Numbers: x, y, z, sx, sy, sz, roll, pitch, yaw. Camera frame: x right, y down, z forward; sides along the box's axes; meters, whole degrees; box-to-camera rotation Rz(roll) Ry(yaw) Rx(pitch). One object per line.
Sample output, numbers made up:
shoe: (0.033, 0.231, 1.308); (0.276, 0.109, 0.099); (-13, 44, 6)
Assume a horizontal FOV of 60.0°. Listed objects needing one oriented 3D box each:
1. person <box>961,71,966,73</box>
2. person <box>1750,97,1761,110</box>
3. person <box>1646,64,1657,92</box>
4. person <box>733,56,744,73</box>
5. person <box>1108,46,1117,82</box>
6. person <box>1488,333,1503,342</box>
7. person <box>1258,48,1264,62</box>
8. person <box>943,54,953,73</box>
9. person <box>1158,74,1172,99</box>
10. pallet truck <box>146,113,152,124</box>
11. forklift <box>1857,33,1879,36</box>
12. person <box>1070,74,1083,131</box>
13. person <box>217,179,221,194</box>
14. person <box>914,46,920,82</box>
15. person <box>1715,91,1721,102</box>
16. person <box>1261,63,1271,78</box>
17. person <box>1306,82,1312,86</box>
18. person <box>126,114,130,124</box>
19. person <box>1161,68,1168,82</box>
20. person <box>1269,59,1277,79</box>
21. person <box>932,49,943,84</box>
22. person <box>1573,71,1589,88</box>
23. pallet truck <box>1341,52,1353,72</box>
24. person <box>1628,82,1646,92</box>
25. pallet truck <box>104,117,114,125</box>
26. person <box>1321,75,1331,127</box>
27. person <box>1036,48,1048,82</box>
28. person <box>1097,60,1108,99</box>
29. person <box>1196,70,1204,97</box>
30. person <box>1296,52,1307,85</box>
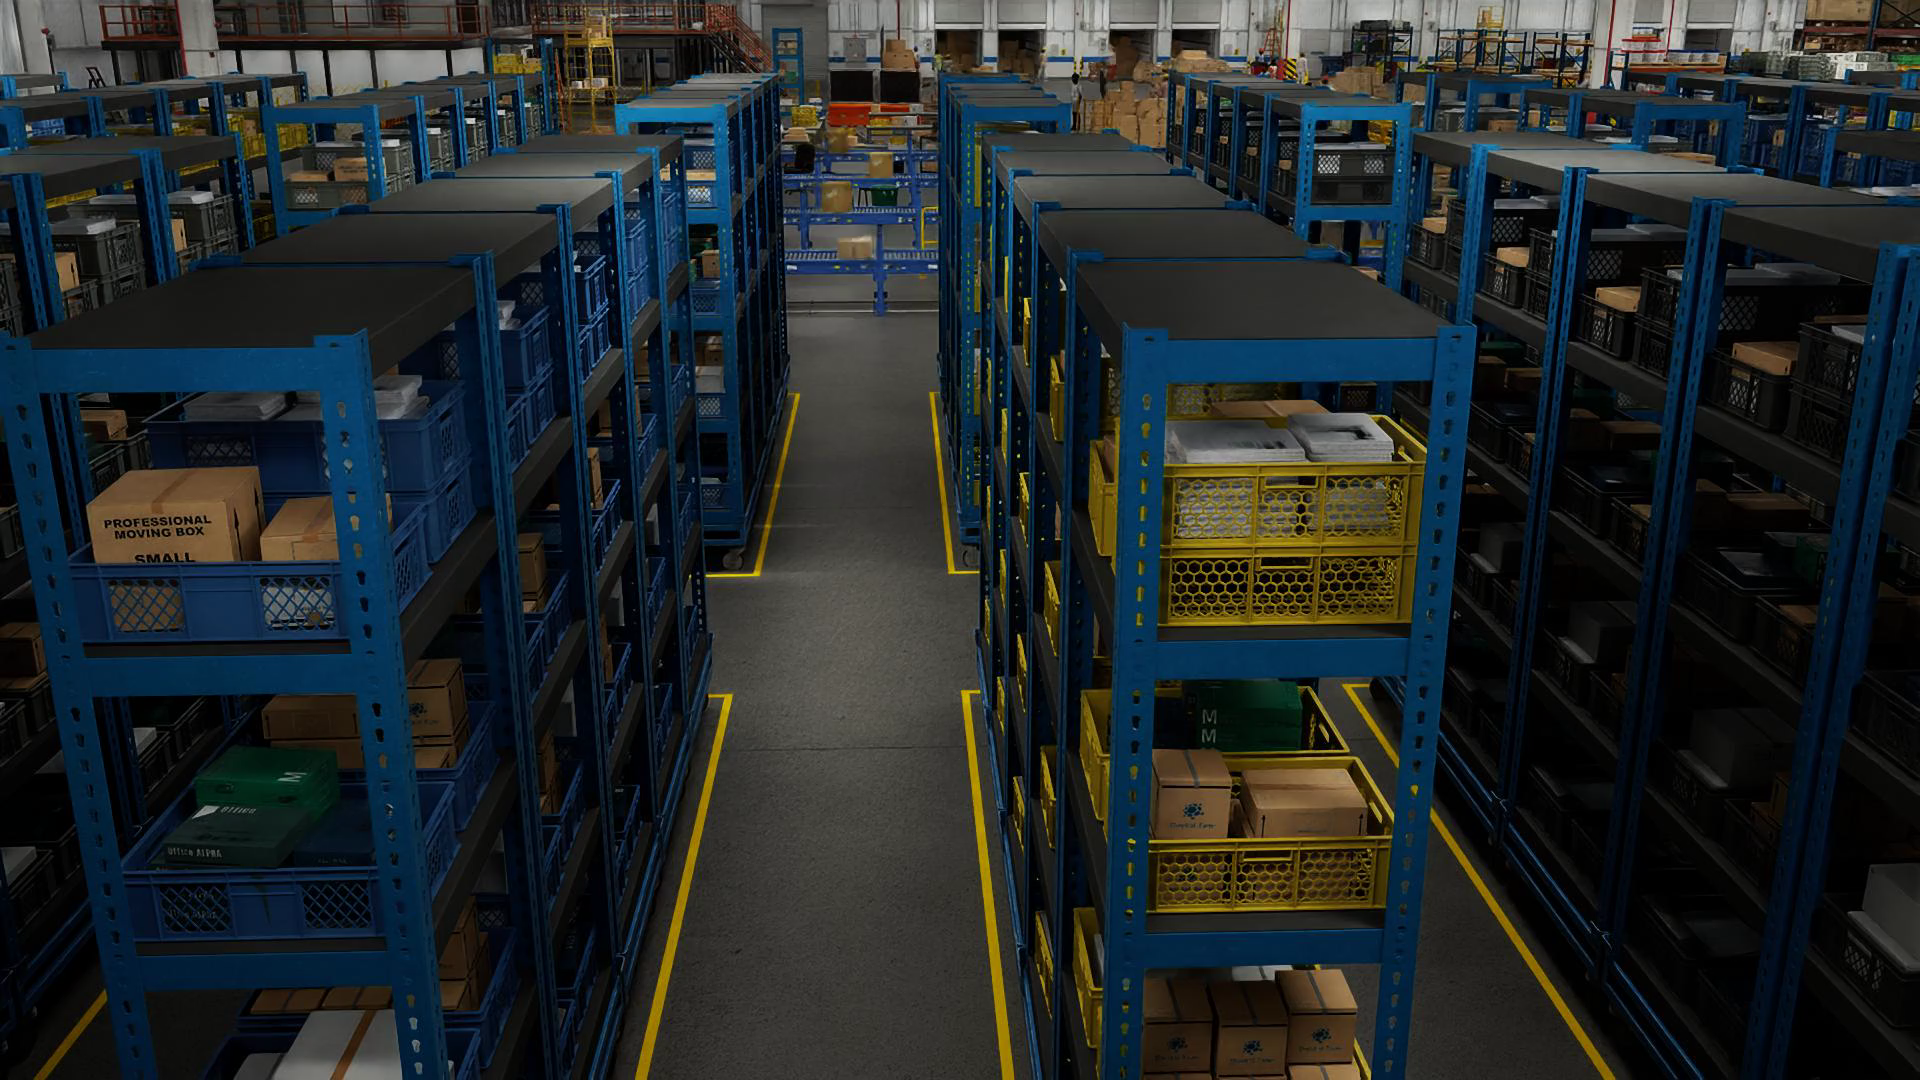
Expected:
person: (0.160, -16.782, 62.843); (0.413, 1.852, 0.516); (4, 18, 13)
person: (22.108, -11.417, 46.344); (0.603, 1.792, 0.911); (-3, 18, -8)
person: (30.787, -20.411, 74.041); (0.574, 1.876, 0.355); (-6, 19, -19)
person: (-10.598, -22.289, 79.832); (0.574, 1.884, 0.356); (-1, 18, -2)
person: (8.538, -26.626, 93.145); (0.508, 1.956, 0.667); (-7, 19, -22)
person: (6.035, -2.337, 18.076); (0.635, 1.902, 1.005); (-2, 18, -5)
person: (16.321, -25.726, 90.382); (0.358, 1.937, 0.552); (0, 18, -1)
person: (-0.627, -24.720, 87.607); (0.489, 1.726, 0.497); (-4, 18, -13)
person: (7.749, -16.718, 62.818); (0.548, 1.733, 0.484); (-6, 19, -19)
pallet truck: (-18.087, -8.309, 36.390); (1.885, 1.965, 0.823); (-1, 18, -4)
forklift: (46.104, -24.422, 84.837); (1.129, 2.768, 1.873); (3, 18, 10)
person: (4.014, -15.190, 57.730); (0.368, 1.967, 0.600); (-8, 20, -23)
person: (-16.043, -8.253, 36.359); (0.401, 1.910, 0.640); (13, 22, 36)
person: (-2.511, -26.903, 94.015); (0.605, 1.944, 0.402); (9, 20, 25)
person: (25.496, -14.448, 55.430); (0.644, 1.960, 0.814); (8, 19, 23)
person: (12.491, -18.562, 68.239); (0.392, 1.922, 0.592); (-9, 20, -27)
person: (11.935, -14.853, 57.140); (0.394, 1.682, 0.535); (8, 20, 23)
person: (-20.434, -9.956, 41.413); (0.394, 2.041, 0.612); (9, 20, 25)
person: (7.996, -17.479, 64.991); (0.423, 1.851, 0.555); (-5, 18, -14)
person: (15.114, -22.398, 80.484); (0.534, 1.692, 0.321); (-15, 23, -38)
person: (-1.247, -25.984, 91.334); (0.619, 1.845, 0.430); (-7, 19, -21)
person: (22.831, -16.315, 61.326); (0.477, 1.902, 0.609); (-11, 21, -30)
pallet truck: (18.794, -23.123, 82.231); (0.823, 1.965, 1.885); (-13, 22, -35)
person: (23.721, -15.423, 58.335); (0.598, 2.000, 0.717); (-12, 21, -32)
pallet truck: (-18.367, -7.885, 35.078); (1.885, 1.965, 0.823); (1, 18, 2)
person: (12.663, -15.192, 57.832); (0.701, 1.909, 0.573); (2, 18, 8)
person: (4.675, -26.833, 93.955); (0.593, 1.872, 0.824); (-10, 21, -29)
person: (6.384, -20.540, 74.508); (0.401, 1.826, 0.515); (-8, 20, -24)
person: (8.950, -16.642, 62.352); (0.975, 1.882, 0.565); (17, 24, 42)
person: (17.067, -23.378, 83.116); (0.372, 1.940, 0.632); (-17, 24, -42)
